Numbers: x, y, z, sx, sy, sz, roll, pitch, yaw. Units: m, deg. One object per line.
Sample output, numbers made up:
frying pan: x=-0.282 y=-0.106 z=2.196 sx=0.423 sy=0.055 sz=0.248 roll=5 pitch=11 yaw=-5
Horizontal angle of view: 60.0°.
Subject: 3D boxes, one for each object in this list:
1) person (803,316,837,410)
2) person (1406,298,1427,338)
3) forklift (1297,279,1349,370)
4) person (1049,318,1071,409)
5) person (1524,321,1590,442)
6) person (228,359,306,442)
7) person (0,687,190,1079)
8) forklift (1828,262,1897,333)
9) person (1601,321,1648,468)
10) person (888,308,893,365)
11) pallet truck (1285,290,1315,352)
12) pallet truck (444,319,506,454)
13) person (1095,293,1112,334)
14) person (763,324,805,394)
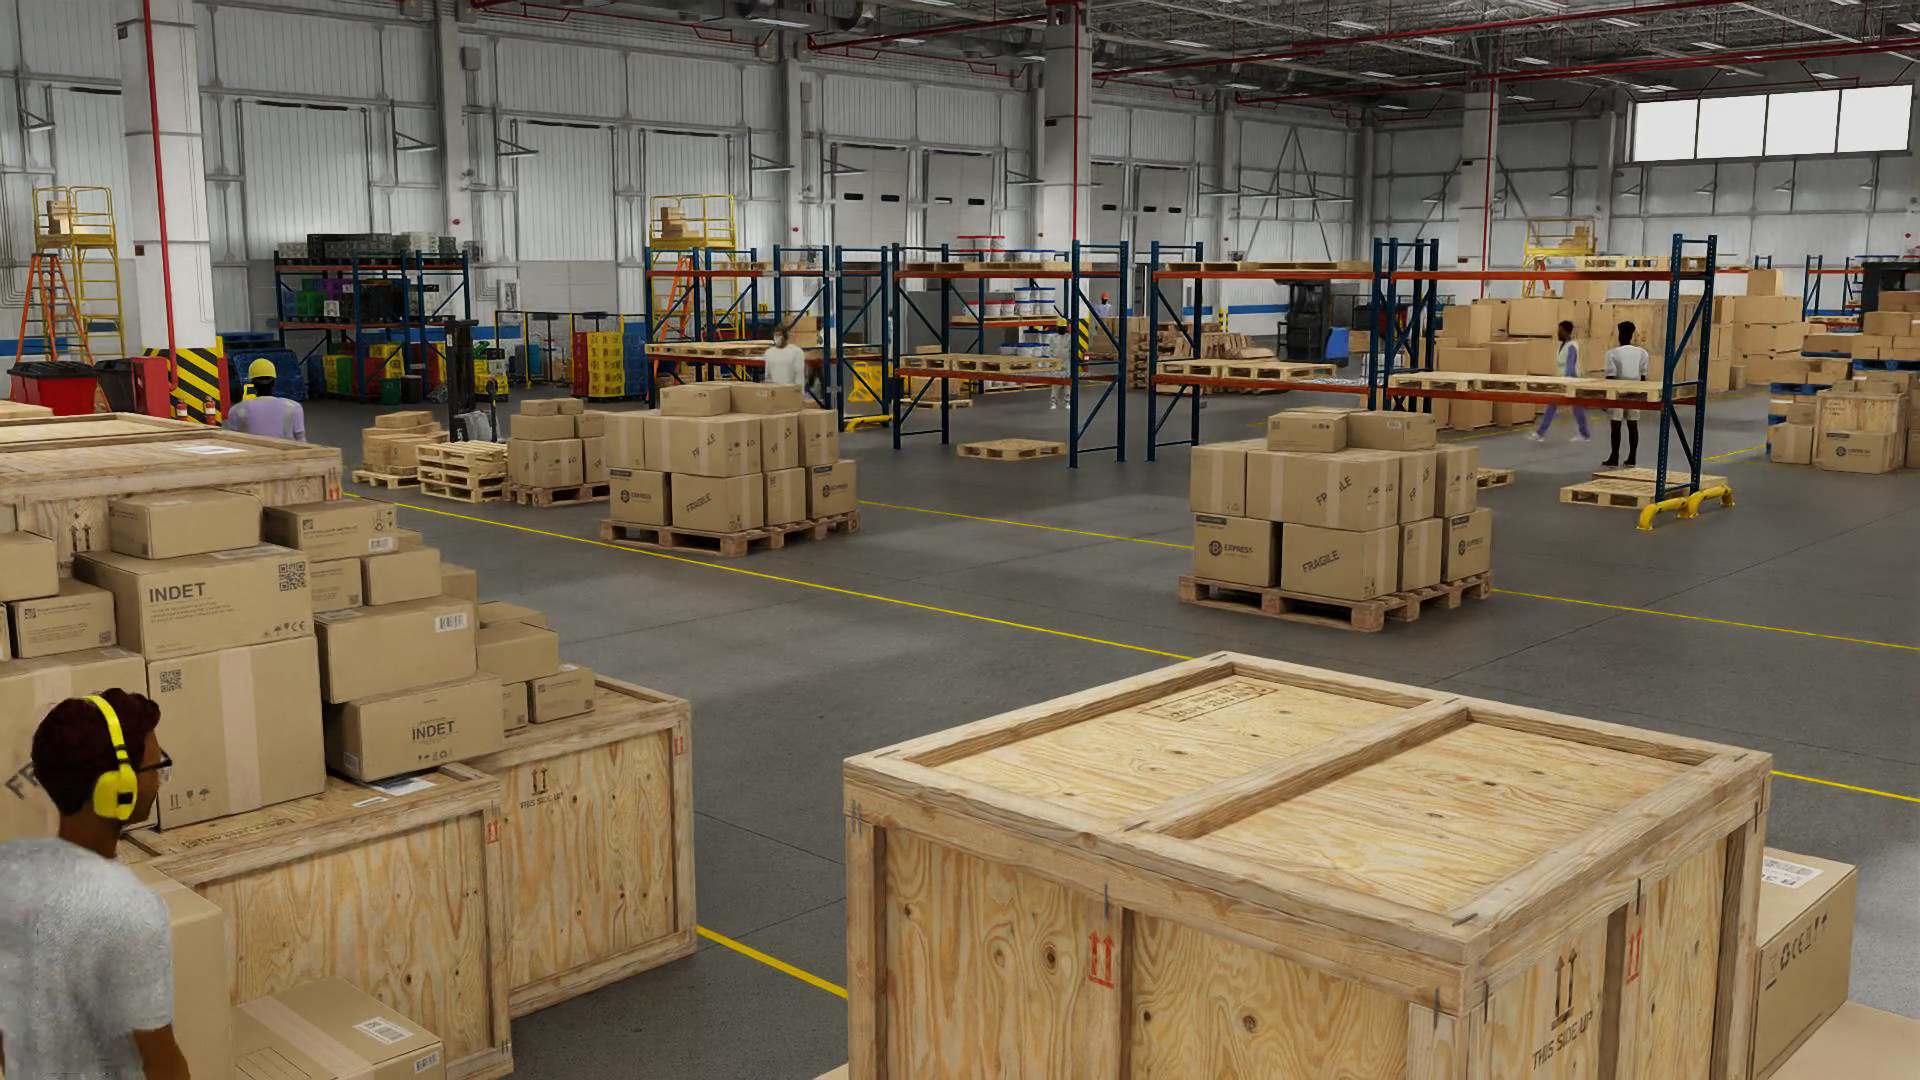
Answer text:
person: x=-2.743 y=-3.238 z=30.697 sx=0.898 sy=1.809 sz=0.519 roll=-1 pitch=9 yaw=-7
person: x=13.517 y=-6.290 z=49.189 sx=0.604 sy=1.870 sz=0.494 roll=1 pitch=9 yaw=9
forklift: x=9.351 y=-5.927 z=43.884 sx=1.873 sy=2.768 sz=1.129 roll=-8 pitch=12 yaw=-41
person: x=1.916 y=-3.338 z=31.514 sx=0.485 sy=1.737 sz=0.320 roll=2 pitch=9 yaw=9
person: x=9.260 y=-2.426 z=25.524 sx=0.993 sy=1.863 sz=0.609 roll=0 pitch=9 yaw=2
person: x=-5.742 y=-0.543 z=13.836 sx=0.590 sy=1.915 sz=0.396 roll=-3 pitch=10 yaw=-20
person: x=-1.673 y=1.201 z=3.330 sx=0.551 sy=1.851 sz=0.387 roll=6 pitch=11 yaw=31
forklift: x=23.211 y=-5.655 z=42.217 sx=1.129 sy=2.768 sz=1.873 roll=-5 pitch=10 yaw=-27
person: x=8.851 y=-1.933 z=22.188 sx=0.601 sy=1.967 sz=0.369 roll=-1 pitch=9 yaw=-9
person: x=-1.800 y=-5.270 z=43.682 sx=0.314 sy=1.634 sz=0.516 roll=3 pitch=10 yaw=18
pallet truck: x=11.297 y=-6.951 z=52.861 sx=1.885 sy=1.965 sz=0.823 roll=-5 pitch=11 yaw=-29
pallet truck: x=-6.981 y=-1.942 z=22.150 sx=1.885 sy=1.965 sz=0.823 roll=1 pitch=9 yaw=9
person: x=4.431 y=-6.655 z=51.269 sx=0.543 sy=1.929 sz=0.384 roll=-1 pitch=9 yaw=-7
person: x=-2.391 y=-2.028 z=22.958 sx=0.638 sy=1.916 sz=0.870 roll=3 pitch=10 yaw=17
